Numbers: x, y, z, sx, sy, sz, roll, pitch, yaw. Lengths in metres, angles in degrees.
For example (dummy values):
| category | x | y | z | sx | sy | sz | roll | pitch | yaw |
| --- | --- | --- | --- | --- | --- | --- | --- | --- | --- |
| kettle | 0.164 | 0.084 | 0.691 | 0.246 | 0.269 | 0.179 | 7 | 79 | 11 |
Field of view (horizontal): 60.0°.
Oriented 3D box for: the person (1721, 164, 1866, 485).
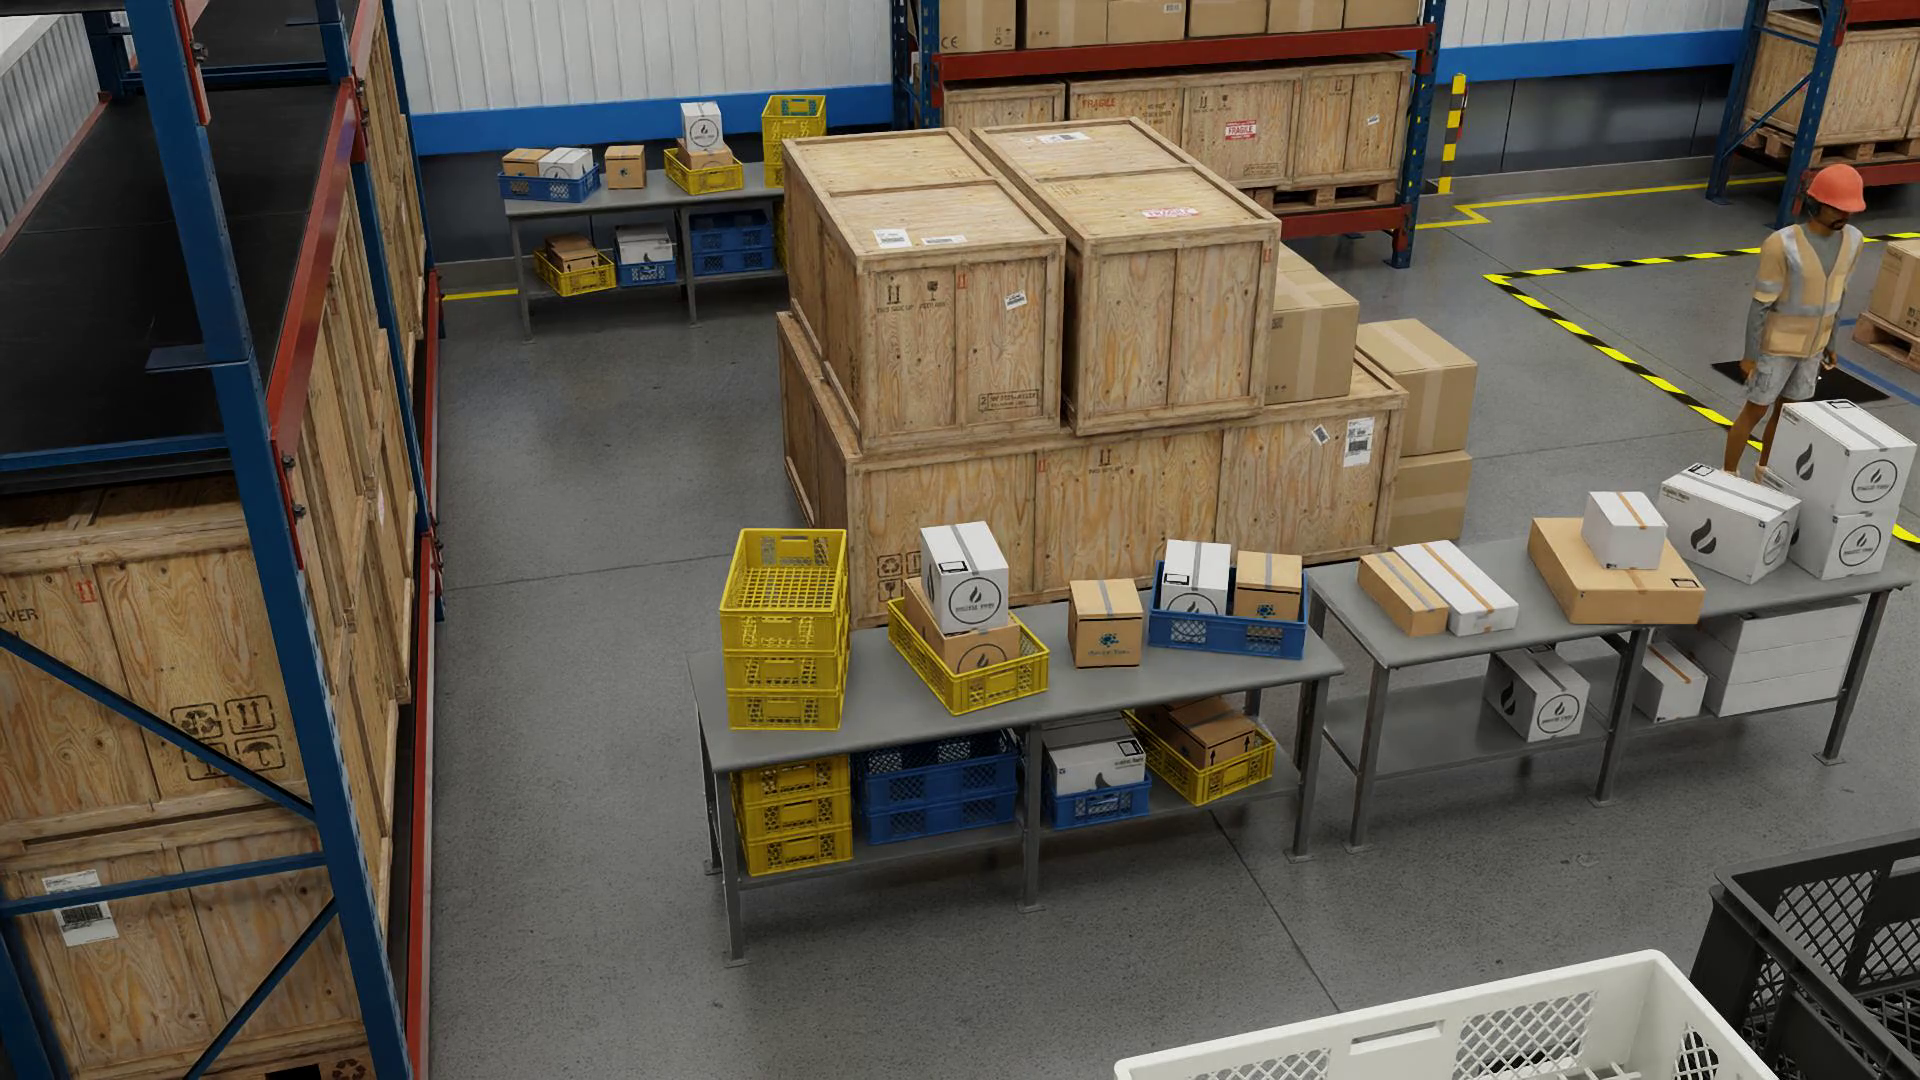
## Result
| category | x | y | z | sx | sy | sz | roll | pitch | yaw |
| --- | --- | --- | --- | --- | --- | --- | --- | --- | --- |
| person | 4.650 | -1.087 | 9.255 | 0.615 | 2.039 | 0.383 | -8 | 30 | -14 |
